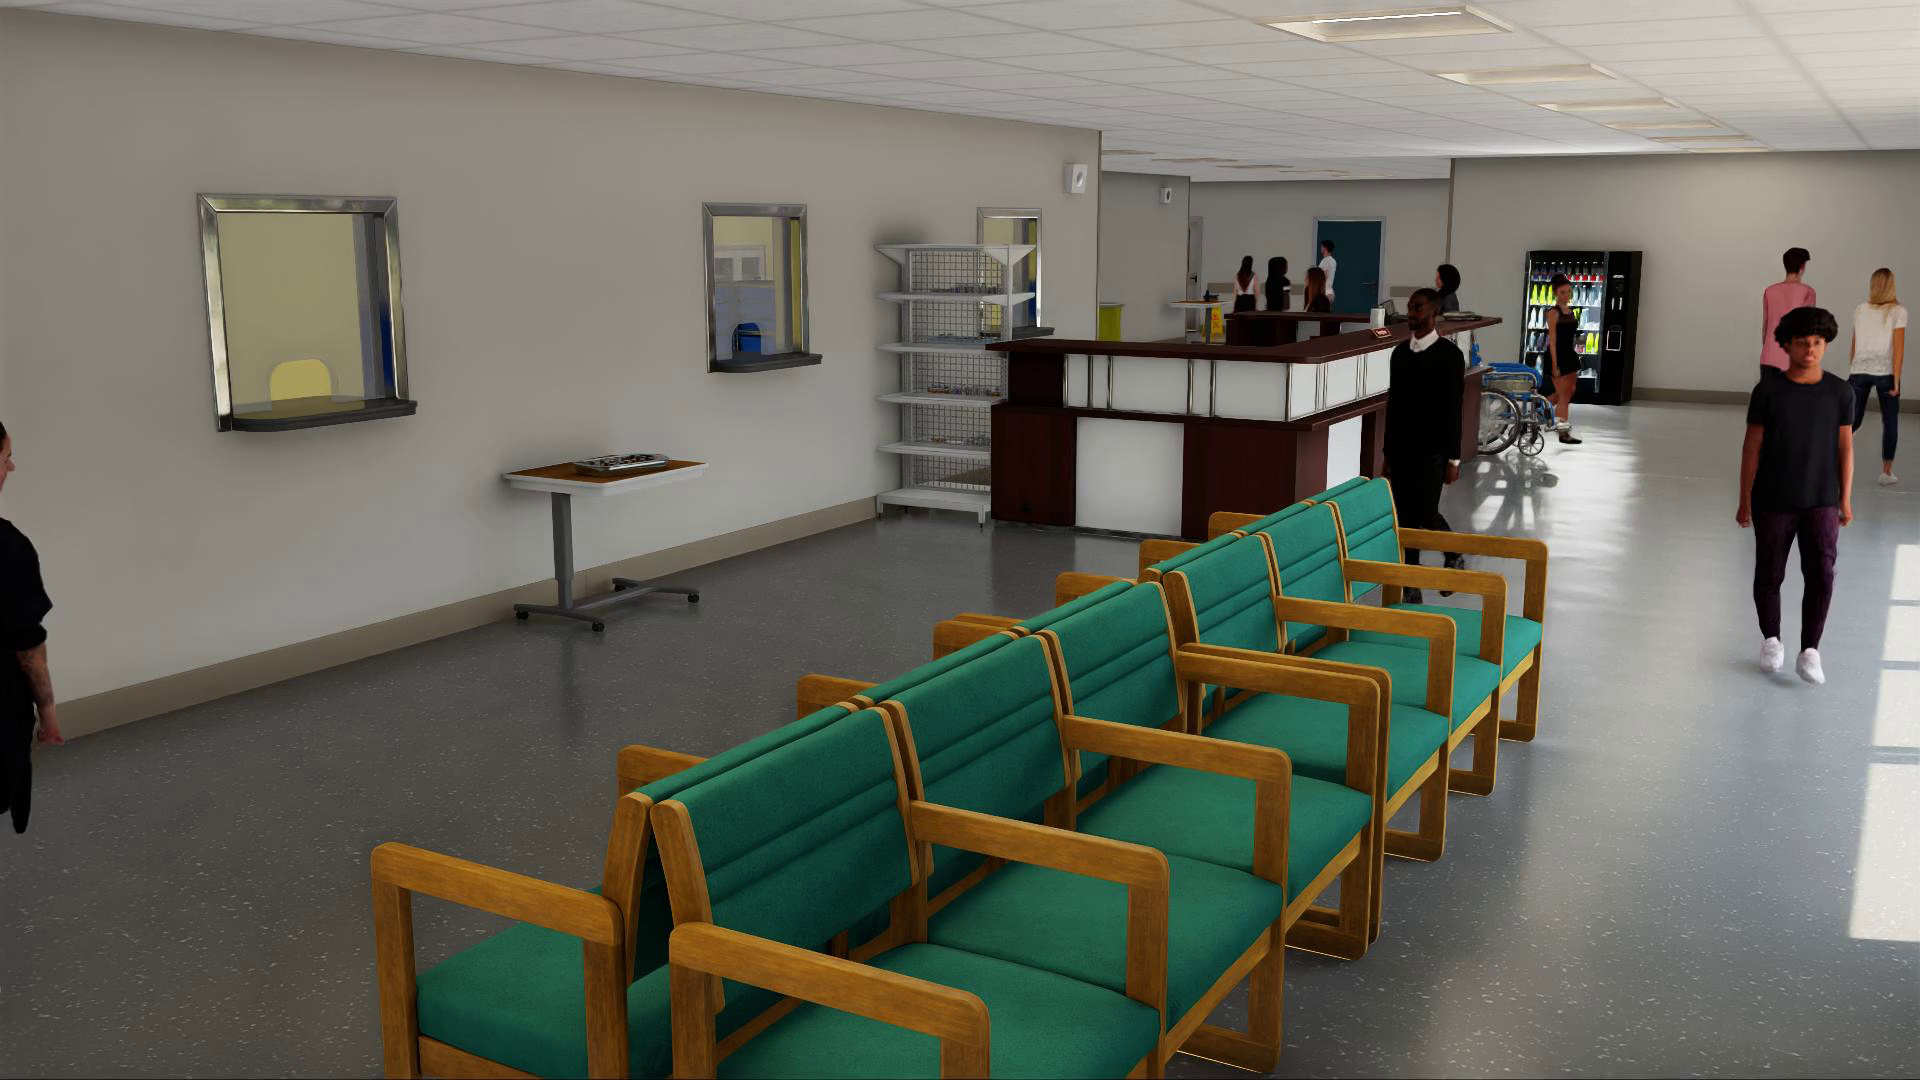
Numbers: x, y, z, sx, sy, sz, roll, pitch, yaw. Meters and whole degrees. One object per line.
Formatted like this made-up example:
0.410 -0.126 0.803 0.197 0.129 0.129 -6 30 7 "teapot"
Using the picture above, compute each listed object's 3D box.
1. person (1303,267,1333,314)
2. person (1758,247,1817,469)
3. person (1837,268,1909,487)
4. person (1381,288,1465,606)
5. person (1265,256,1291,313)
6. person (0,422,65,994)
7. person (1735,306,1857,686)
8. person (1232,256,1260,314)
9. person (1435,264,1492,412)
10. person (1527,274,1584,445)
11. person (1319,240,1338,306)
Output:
3.882 -2.018 17.609 0.953 1.693 0.836 0 11 0 "person"
7.121 -1.549 14.476 0.803 1.942 0.813 -11 15 -44 "person"
7.433 -1.309 13.641 0.850 1.781 1.030 -9 14 -38 "person"
2.662 -0.512 9.387 0.865 1.800 0.855 -8 13 -36 "person"
4.238 -2.966 22.552 0.922 1.714 0.997 -7 13 -33 "person"
-2.754 0.499 4.460 0.702 1.652 0.794 0 11 1 "person"
4.030 -0.235 8.017 0.745 1.766 0.758 5 12 24 "person"
4.683 -3.836 27.338 0.678 1.639 0.743 2 11 9 "person"
5.004 -1.904 16.876 1.076 1.743 0.767 3 11 17 "person"
5.818 -1.754 16.331 0.886 1.652 0.756 9 14 41 "person"
6.316 -4.229 28.744 0.557 1.887 0.663 6 12 29 "person"
